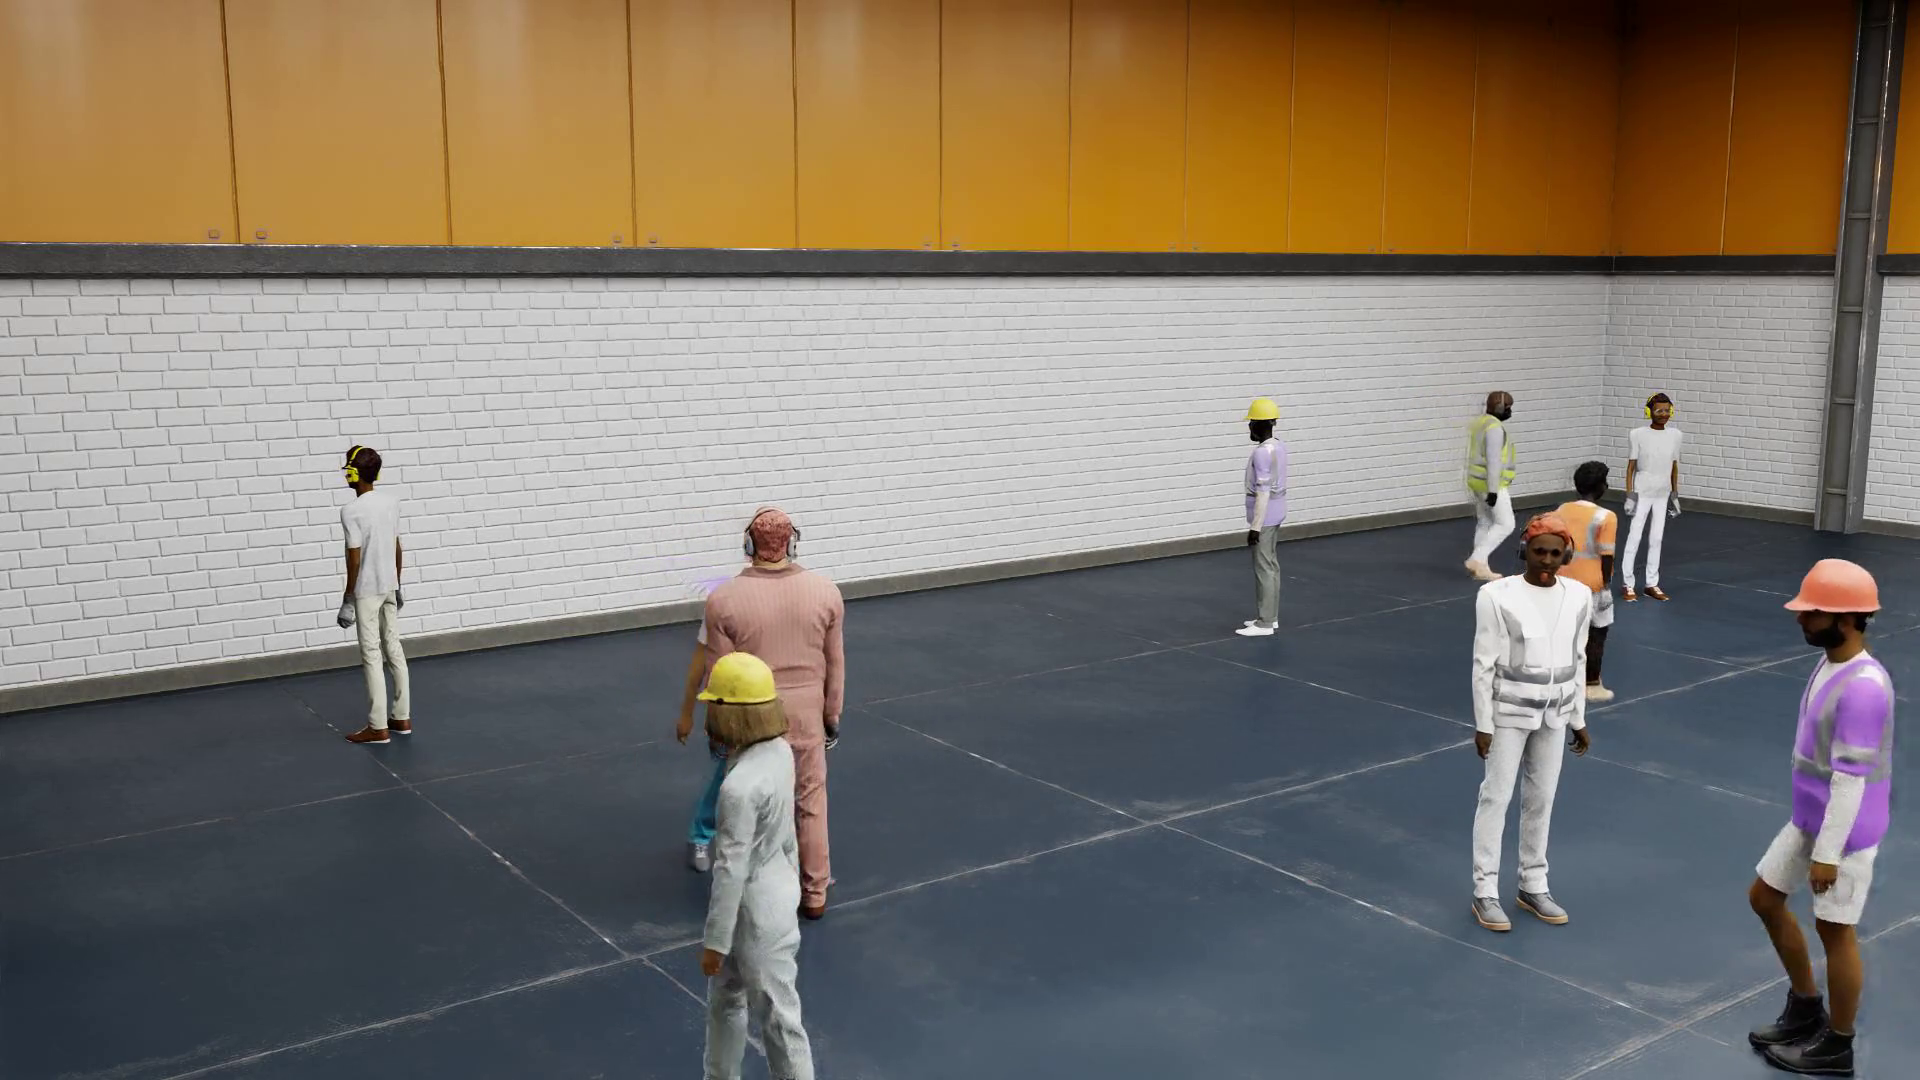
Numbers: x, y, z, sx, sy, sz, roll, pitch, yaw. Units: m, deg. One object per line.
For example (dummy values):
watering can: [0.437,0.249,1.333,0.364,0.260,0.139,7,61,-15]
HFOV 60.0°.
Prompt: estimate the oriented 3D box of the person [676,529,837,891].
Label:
person: [-1.040,0.788,7.972,0.952,1.777,0.621,6,11,34]

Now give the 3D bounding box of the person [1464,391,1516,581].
person: [5.032,-0.502,15.760,0.439,1.820,0.639,1,9,4]

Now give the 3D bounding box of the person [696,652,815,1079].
person: [-0.776,1.214,5.451,0.711,1.717,0.507,1,9,6]

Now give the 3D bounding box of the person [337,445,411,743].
person: [-3.687,0.340,10.411,0.326,1.874,0.519,4,10,21]

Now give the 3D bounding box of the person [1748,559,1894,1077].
person: [3.092,1.020,6.043,0.496,1.924,0.569,2,10,15]

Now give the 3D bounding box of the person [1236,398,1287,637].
person: [2.443,-0.182,13.454,0.366,1.926,0.594,4,10,22]

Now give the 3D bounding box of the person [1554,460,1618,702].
person: [4.176,0.296,11.285,0.661,1.678,0.540,-4,10,-23]

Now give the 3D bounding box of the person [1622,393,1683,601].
person: [6.199,-0.383,14.868,0.521,1.873,0.335,-1,9,-4]

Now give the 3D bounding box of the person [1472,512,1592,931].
person: [2.565,0.808,7.481,0.572,1.885,0.358,-2,9,-13]

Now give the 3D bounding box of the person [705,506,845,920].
person: [-0.837,0.797,7.484,0.642,1.909,0.410,-4,10,-21]
